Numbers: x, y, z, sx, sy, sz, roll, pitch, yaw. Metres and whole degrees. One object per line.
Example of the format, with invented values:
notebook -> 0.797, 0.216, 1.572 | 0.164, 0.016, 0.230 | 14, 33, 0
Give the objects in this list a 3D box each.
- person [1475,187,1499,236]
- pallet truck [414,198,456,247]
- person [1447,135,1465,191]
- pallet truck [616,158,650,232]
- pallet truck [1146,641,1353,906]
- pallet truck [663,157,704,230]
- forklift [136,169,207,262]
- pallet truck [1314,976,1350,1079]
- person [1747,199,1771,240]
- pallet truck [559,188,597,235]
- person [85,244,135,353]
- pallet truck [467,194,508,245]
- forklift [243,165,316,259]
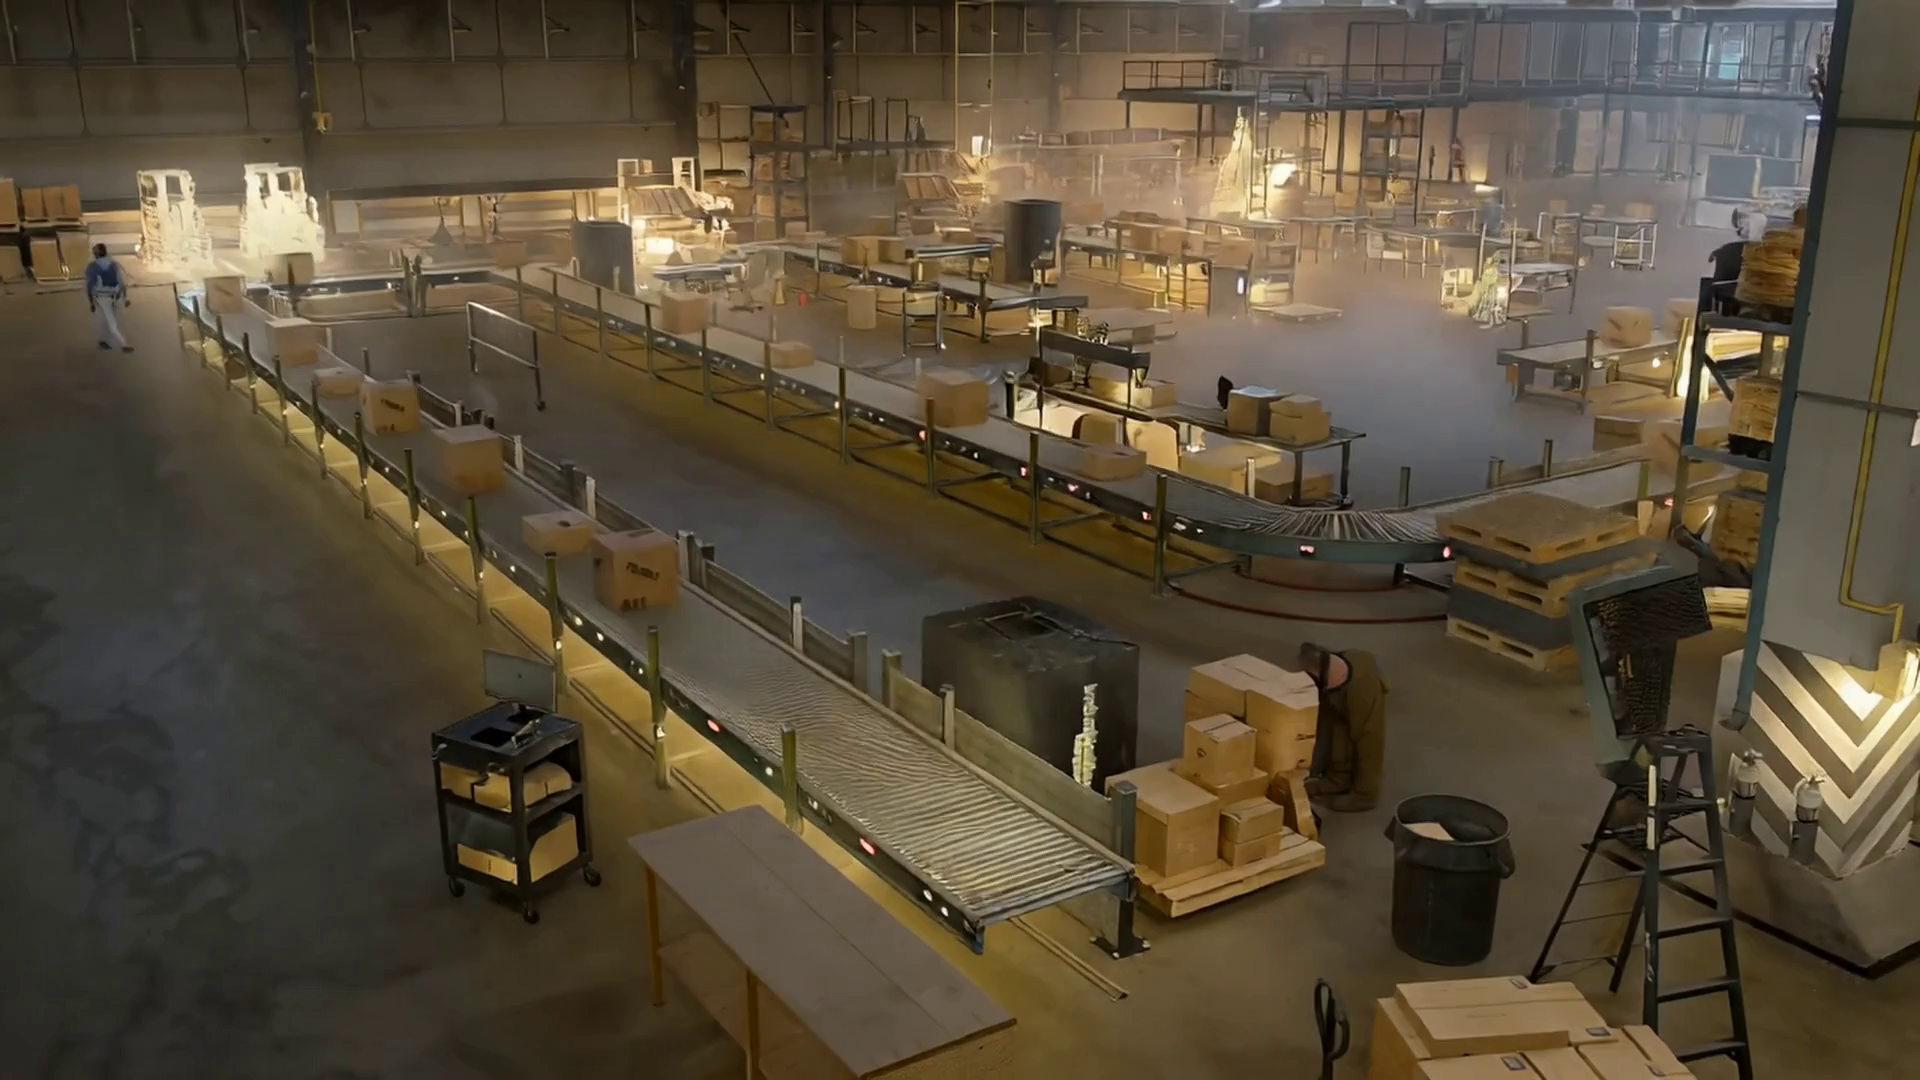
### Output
person -> 11.998, -7.154, 37.924 | 0.522, 1.769, 0.311 | 13, 21, 38
pallet truck -> -13.250, -8.060, 41.856 | 0.680, 1.201, 1.601 | -10, 20, -31
person -> 16.918, -12.838, 56.673 | 0.577, 1.866, 0.579 | -6, 18, -20
pallet truck -> -8.918, -9.176, 44.255 | 0.823, 1.965, 1.885 | -9, 19, -27
pallet truck -> 1.664, 1.407, 10.232 | 1.630, 1.274, 0.653 | -10, 20, -31
pallet truck -> -7.586, -9.308, 44.692 | 0.823, 1.965, 1.885 | -11, 20, -33
forklift -> -17.842, -7.318, 37.559 | 1.157, 1.987, 2.680 | -10, 20, -31
pallet truck -> 2.299, 2.390, 7.086 | 1.601, 1.201, 0.680 | -2, 17, -7
person -> 16.499, -6.133, 34.432 | 0.978, 1.817, 0.541 | -12, 21, -35
pallet truck -> -10.010, -8.652, 43.699 | 0.653, 1.274, 1.630 | -10, 20, -31
person -> -13.989, -3.966, 27.315 | 0.918, 1.779, 0.611 | 8, 18, 25
pallet truck -> -11.983, -8.177, 42.137 | 0.704, 1.261, 1.522 | -11, 20, -33
forklift -> -15.898, -7.669, 38.708 | 1.157, 1.987, 2.680 | -11, 20, -33
